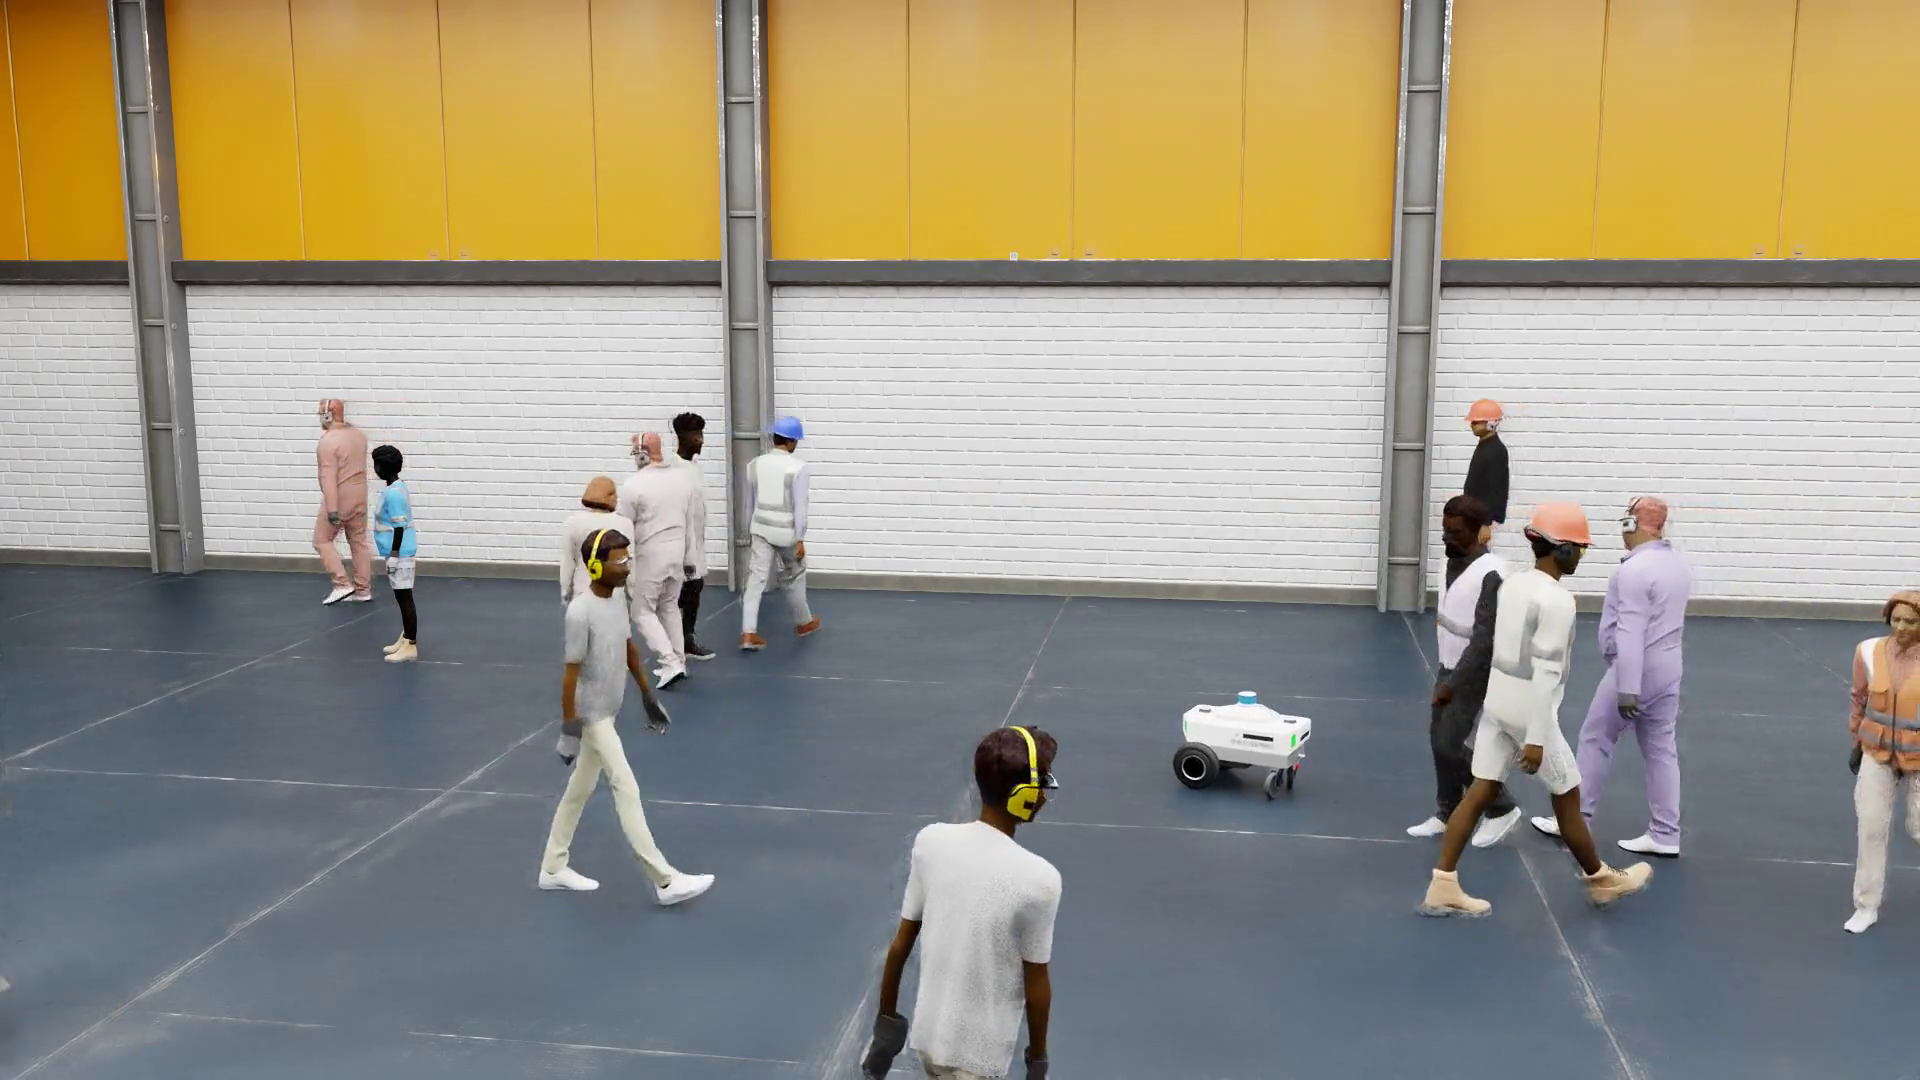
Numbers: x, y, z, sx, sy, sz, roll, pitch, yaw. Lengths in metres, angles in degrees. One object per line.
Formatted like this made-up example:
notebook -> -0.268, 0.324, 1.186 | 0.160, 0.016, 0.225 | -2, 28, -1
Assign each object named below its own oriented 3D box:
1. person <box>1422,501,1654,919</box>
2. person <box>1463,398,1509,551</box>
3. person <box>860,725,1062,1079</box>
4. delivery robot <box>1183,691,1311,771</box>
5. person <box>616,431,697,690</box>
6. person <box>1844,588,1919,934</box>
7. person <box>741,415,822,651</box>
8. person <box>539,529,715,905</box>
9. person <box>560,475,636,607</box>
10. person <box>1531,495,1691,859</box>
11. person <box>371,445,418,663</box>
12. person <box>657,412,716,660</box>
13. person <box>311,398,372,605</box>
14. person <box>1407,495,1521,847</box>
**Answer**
person -> 2.697, 0.803, 7.761 | 1.106, 1.963, 0.629 | -2, 9, -10
person -> 4.413, -0.204, 13.923 | 0.574, 1.980, 0.639 | 1, 9, 7
person -> -0.031, 1.408, 4.538 | 0.801, 1.820, 0.516 | -7, 12, -38
delivery robot -> 1.686, 1.135, 9.778 | 0.707, 0.478, 0.477 | 5, 10, 27
person -> -2.181, 0.152, 12.066 | 0.558, 1.881, 0.680 | 6, 11, 34
person -> 4.412, 0.994, 7.692 | 0.704, 1.610, 0.531 | -7, 12, -37
person -> -1.475, -0.065, 13.416 | 0.634, 1.886, 1.068 | 4, 10, 26
person -> -1.638, 0.845, 7.982 | 0.975, 1.820, 0.540 | 1, 9, 7
person -> -2.518, 0.352, 11.605 | 0.519, 1.618, 0.367 | -1, 9, -6
person -> 3.461, 0.698, 8.726 | 0.670, 1.864, 0.866 | -9, 13, -43
person -> -4.384, 0.102, 12.937 | 0.320, 1.692, 0.531 | -3, 10, -17
person -> -2.148, -0.022, 12.892 | 0.463, 1.952, 0.636 | 3, 10, 18
person -> -5.617, -0.345, 15.107 | 0.468, 1.892, 0.664 | 3, 10, 16
person -> 2.647, 0.694, 8.667 | 0.503, 1.893, 0.608 | -1, 9, -8
